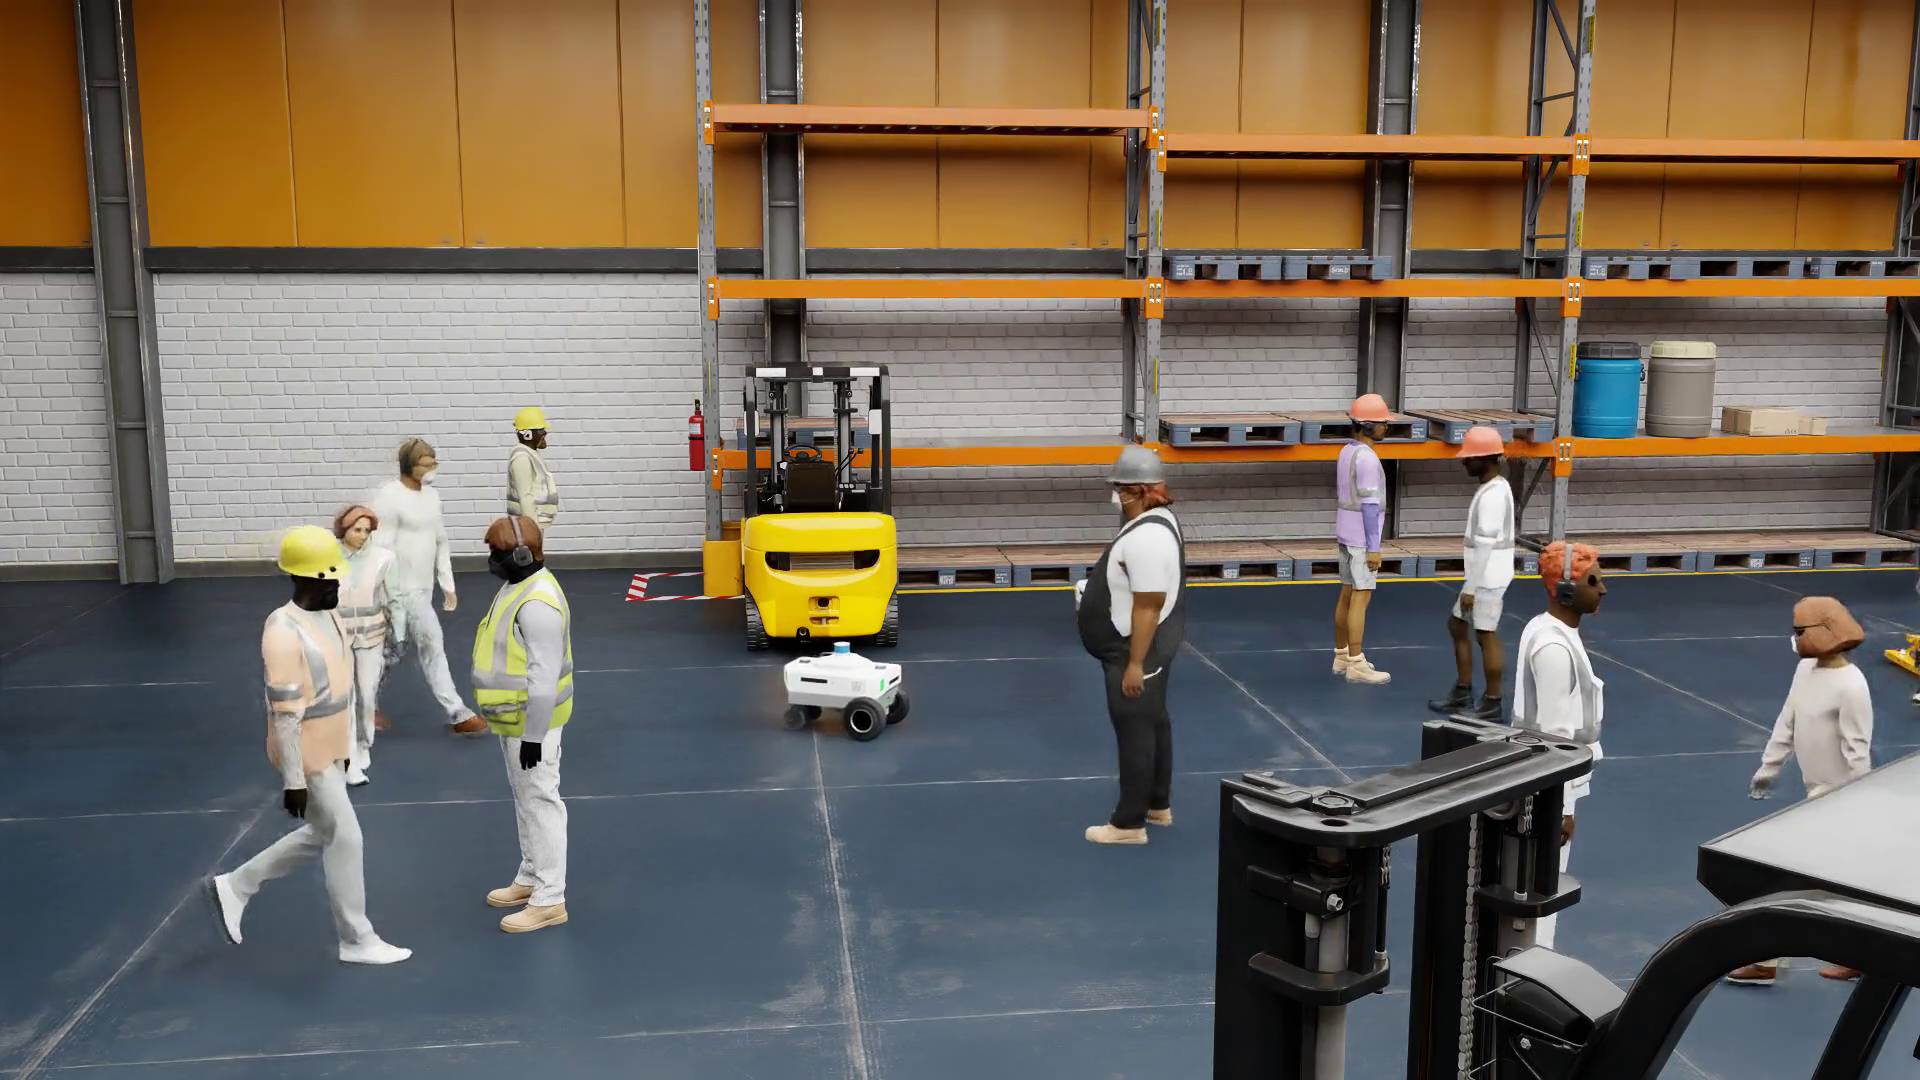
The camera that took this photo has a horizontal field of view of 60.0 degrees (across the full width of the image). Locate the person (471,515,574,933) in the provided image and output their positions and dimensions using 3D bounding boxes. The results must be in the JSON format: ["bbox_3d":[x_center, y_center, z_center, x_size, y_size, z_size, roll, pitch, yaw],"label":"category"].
[{"bbox_3d":[-1.932,0.798,7.371,0.429,1.841,0.625,-4,10,-23],"label":"person"}]

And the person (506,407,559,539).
[{"bbox_3d":[-3.408,-0.148,13.287,0.404,1.835,0.586,-2,9,-12],"label":"person"}]

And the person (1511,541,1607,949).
[{"bbox_3d":[2.268,0.939,6.354,0.353,1.883,0.572,2,9,15],"label":"person"}]

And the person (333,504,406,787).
[{"bbox_3d":[-3.427,0.587,9.425,0.538,1.595,0.844,-5,10,-27],"label":"person"}]

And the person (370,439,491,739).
[{"bbox_3d":[-3.420,0.301,10.376,1.066,1.877,0.633,2,9,10],"label":"person"}]

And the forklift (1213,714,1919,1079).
[{"bbox_3d":[1.441,1.425,2.350,1.214,2.155,2.313,-7,12,-39],"label":"forklift"}]

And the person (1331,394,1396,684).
[{"bbox_3d":[2.860,-0.012,11.785,0.378,2.045,0.605,-1,9,-4],"label":"person"}]

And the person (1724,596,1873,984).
[{"bbox_3d":[3.418,1.024,6.729,0.824,1.590,0.506,1,9,8],"label":"person"}]

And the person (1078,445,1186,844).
[{"bbox_3d":[0.871,0.518,8.487,0.538,2.000,0.690,2,9,14],"label":"person"}]

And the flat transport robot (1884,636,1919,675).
[{"bbox_3d":[7.528,0.848,11.932,1.431,0.197,0.652,1,9,8],"label":"flat transport robot"}]

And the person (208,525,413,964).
[{"bbox_3d":[-2.732,0.859,6.845,0.773,1.890,0.605,-1,9,-4],"label":"person"}]

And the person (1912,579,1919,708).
[{"bbox_3d":[6.441,0.239,10.537,0.457,1.938,0.634,-4,10,-25],"label":"person"}]

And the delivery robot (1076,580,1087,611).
[{"bbox_3d":[1.166,0.470,13.119,0.477,0.478,0.707,-2,9,-13],"label":"delivery robot"}]

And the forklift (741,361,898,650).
[{"bbox_3d":[-1.154,-0.340,13.365,1.214,2.155,2.313,-1,9,-7],"label":"forklift"}]

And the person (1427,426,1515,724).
[{"bbox_3d":[3.238,0.230,10.634,0.601,1.922,0.580,3,9,16],"label":"person"}]

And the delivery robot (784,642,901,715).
[{"bbox_3d":[-0.744,0.888,10.509,0.707,0.478,0.477,3,10,19],"label":"delivery robot"}]
